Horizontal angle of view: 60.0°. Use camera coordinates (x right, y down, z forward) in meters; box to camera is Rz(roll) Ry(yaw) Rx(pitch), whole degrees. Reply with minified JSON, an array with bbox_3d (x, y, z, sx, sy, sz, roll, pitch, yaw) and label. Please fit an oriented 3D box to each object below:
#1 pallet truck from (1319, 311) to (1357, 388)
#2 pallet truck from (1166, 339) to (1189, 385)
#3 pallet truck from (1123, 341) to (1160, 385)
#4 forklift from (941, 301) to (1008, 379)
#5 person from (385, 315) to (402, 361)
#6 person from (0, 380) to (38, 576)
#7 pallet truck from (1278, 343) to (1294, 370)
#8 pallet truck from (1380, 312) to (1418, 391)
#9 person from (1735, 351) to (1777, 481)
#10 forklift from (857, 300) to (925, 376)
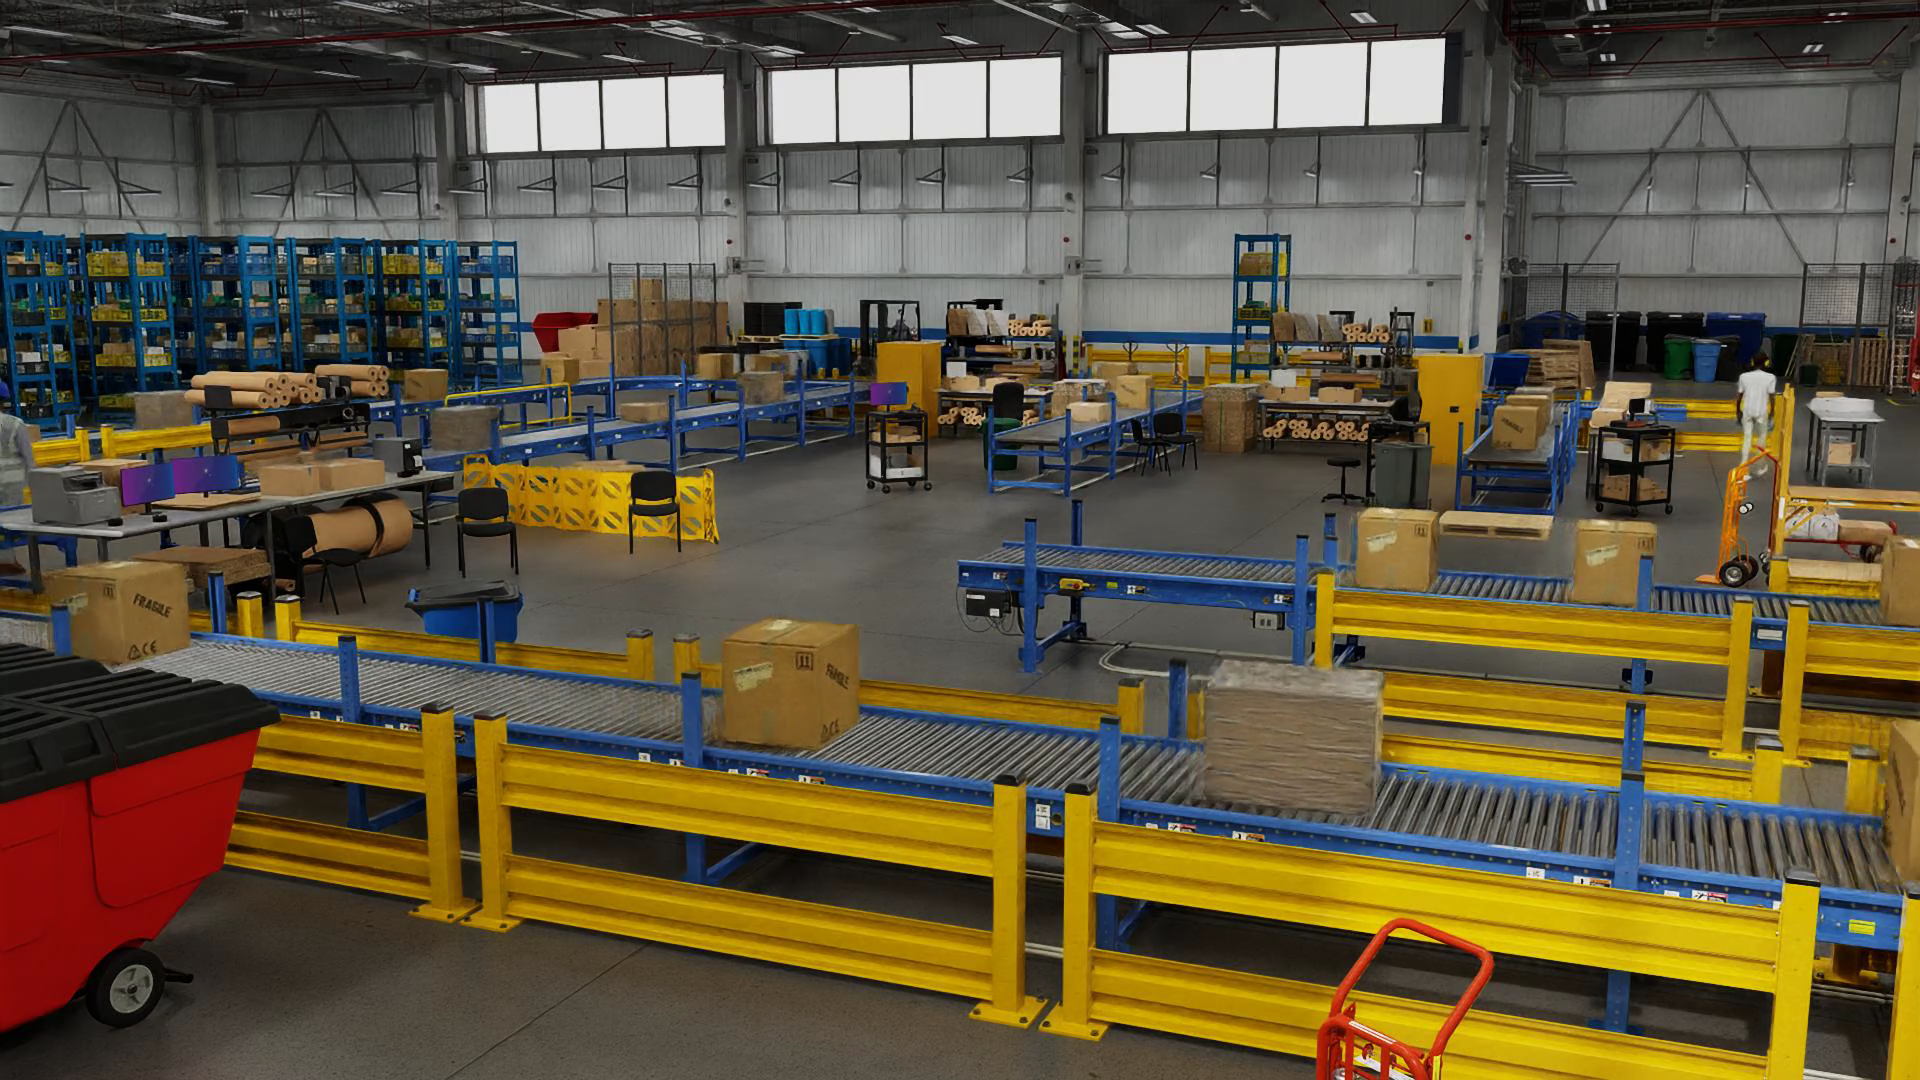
[{"bbox_3d":[9.071,-4.419,39.190,0.823,1.965,1.885,5,10,26],"label":"pallet truck"},{"bbox_3d":[5.418,-4.269,40.420,0.704,1.261,1.522,3,10,20],"label":"pallet truck"},{"bbox_3d":[4.445,-4.380,41.279,0.680,1.201,1.601,4,10,22],"label":"pallet truck"},{"bbox_3d":[0.365,-4.966,41.571,1.157,1.987,2.680,3,10,20],"label":"forklift"},{"bbox_3d":[-16.247,-5.838,47.800,0.622,1.992,0.397,5,11,30],"label":"person"},{"bbox_3d":[-9.364,-0.607,16.286,0.639,1.937,0.527,0,9,-1],"label":"person"},{"bbox_3d":[7.886,-4.163,39.743,0.653,1.274,1.630,4,10,22],"label":"pallet truck"},{"bbox_3d":[10.207,-4.283,38.369,0.823,1.965,1.885,3,10,20],"label":"pallet truck"},{"bbox_3d":[11.322,-1.768,23.652,0.554,1.818,0.957,7,12,35],"label":"person"},{"bbox_3d":[-1.732,-5.109,42.468,1.157,1.987,2.680,4,10,22],"label":"forklift"}]
